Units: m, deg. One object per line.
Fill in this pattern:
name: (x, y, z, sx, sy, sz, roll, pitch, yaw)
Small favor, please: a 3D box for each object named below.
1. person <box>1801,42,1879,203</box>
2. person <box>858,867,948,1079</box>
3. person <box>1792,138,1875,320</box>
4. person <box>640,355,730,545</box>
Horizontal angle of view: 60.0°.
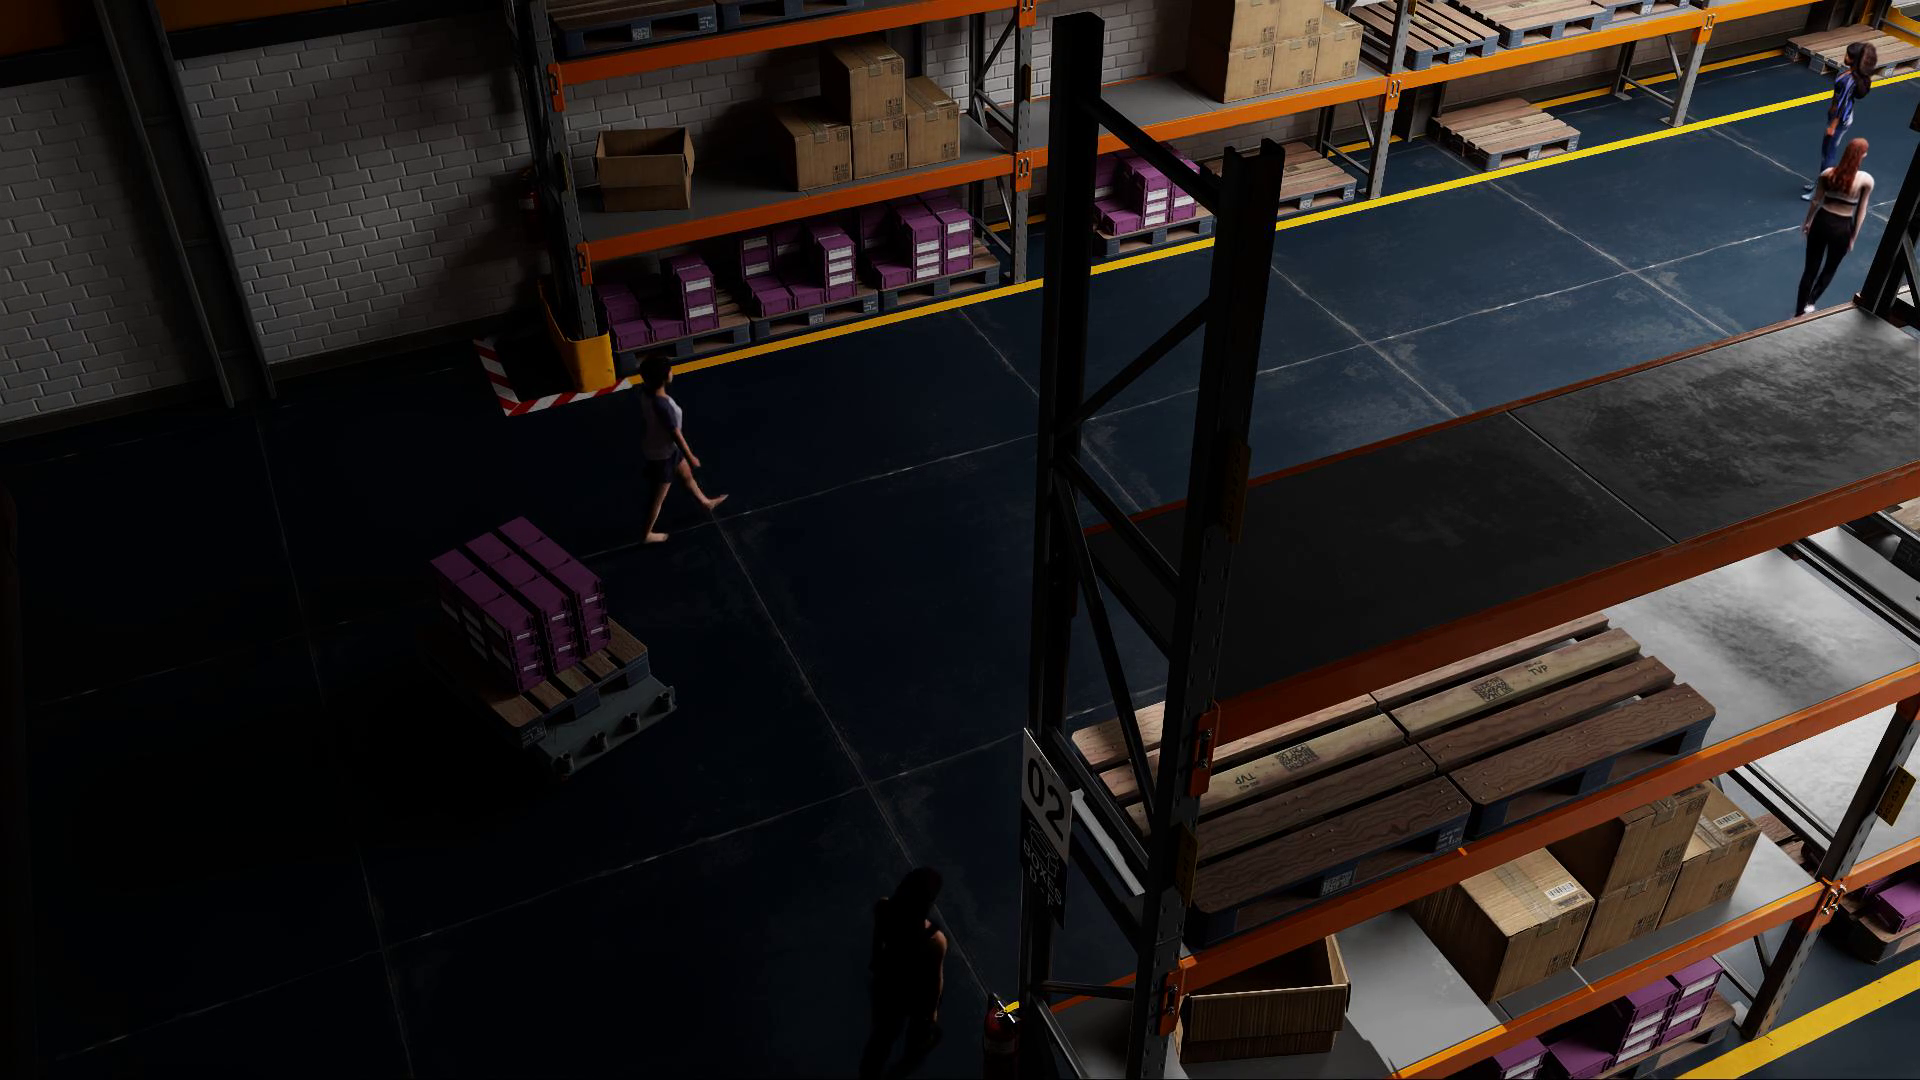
person: (8.600, -4.102, 16.286, 0.765, 1.620, 0.670, 20, 43, 23)
person: (-0.312, 2.283, 8.262, 0.996, 1.654, 1.180, 22, 44, 26)
person: (7.458, -2.603, 14.317, 0.721, 1.735, 0.751, 26, 45, 29)
person: (-2.205, -0.610, 11.988, 0.965, 1.526, 0.558, -17, 42, -20)
